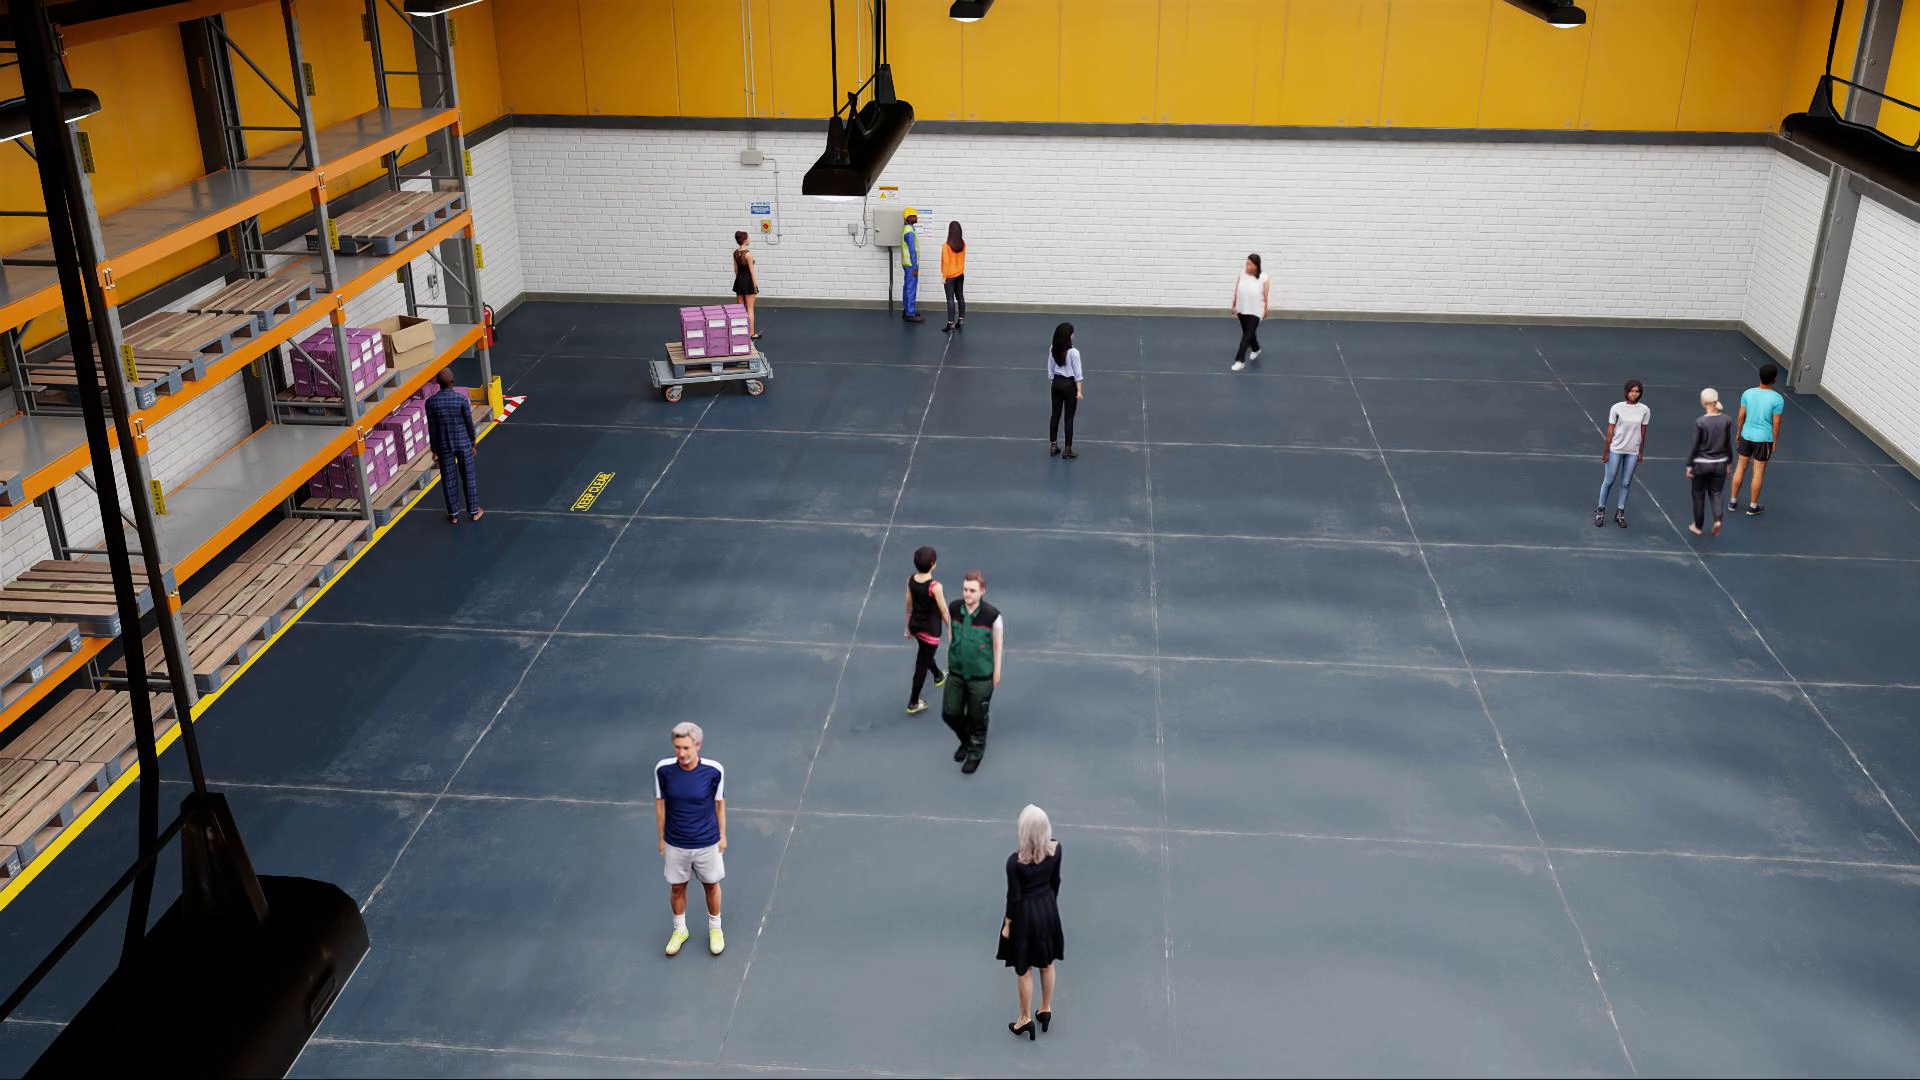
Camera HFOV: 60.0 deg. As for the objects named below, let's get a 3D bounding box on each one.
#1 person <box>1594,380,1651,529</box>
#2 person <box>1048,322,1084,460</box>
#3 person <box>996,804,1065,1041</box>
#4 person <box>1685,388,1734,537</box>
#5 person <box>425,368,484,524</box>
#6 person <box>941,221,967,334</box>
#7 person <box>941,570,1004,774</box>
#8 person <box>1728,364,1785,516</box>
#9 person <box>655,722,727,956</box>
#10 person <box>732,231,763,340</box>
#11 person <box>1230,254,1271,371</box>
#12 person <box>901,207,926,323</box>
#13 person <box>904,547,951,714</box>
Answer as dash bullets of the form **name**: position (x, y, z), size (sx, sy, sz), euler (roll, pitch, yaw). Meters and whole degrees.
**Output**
- **person**: position (7.488, -0.984, 18.779), size (0.591, 1.719, 0.526), euler (3, 24, 7)
- **person**: position (1.300, -1.878, 20.793), size (0.739, 1.744, 0.751), euler (18, 29, 35)
- **person**: position (0.469, 2.477, 10.827), size (0.699, 1.747, 0.738), euler (-14, 27, -29)
- **person**: position (8.320, -0.810, 18.407), size (0.673, 1.699, 0.777), euler (3, 24, 7)
- **person**: position (-5.746, -1.080, 18.875), size (0.745, 1.818, 0.721), euler (-7, 25, -15)
- **person**: position (-0.089, -4.111, 25.895), size (0.771, 1.748, 0.690), euler (21, 31, 39)
- **person**: position (0.128, 1.066, 13.942), size (0.747, 1.837, 0.762), euler (11, 26, 23)
- **person**: position (9.151, -1.161, 19.113), size (0.691, 1.776, 0.720), euler (20, 31, 38)
- **person**: position (-1.875, 2.068, 11.648), size (0.654, 1.838, 0.576), euler (0, 24, 0)
- **person**: position (-3.306, -3.929, 25.574), size (0.678, 1.673, 0.718), euler (19, 30, 36)
- **person**: position (4.275, -3.357, 24.297), size (1.099, 1.647, 1.201), euler (22, 32, 40)
- **person**: position (-0.785, -4.401, 26.477), size (0.781, 1.813, 0.609), euler (-4, 24, -9)
- **person**: position (-0.362, 0.827, 14.887), size (1.041, 1.518, 0.931), euler (-22, 32, -40)
